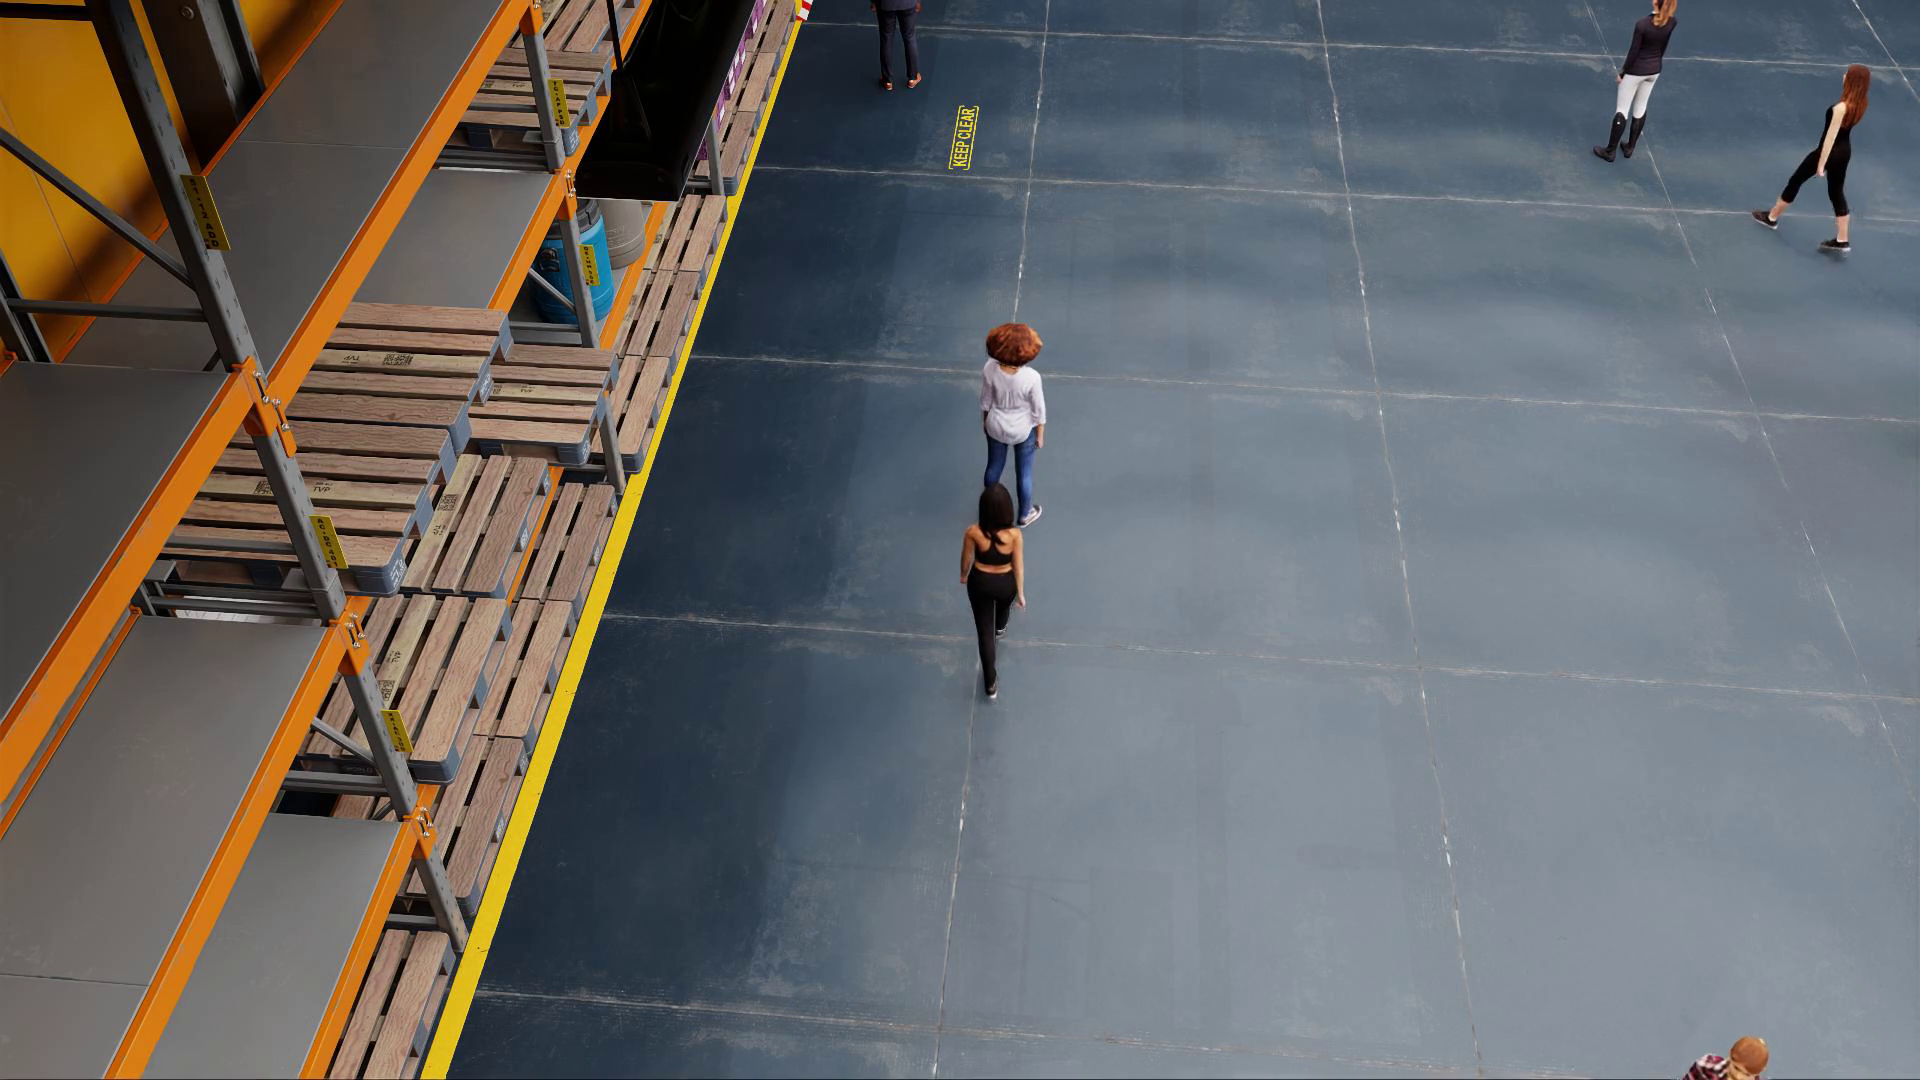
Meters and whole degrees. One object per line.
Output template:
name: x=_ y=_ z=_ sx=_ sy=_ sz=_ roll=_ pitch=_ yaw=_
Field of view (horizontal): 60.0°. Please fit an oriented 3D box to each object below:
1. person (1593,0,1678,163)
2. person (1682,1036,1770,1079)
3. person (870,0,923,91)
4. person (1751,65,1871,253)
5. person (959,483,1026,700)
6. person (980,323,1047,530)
person: x=6.366 y=-4.361 z=15.569 sx=0.644 sy=1.729 sz=0.665 roll=-12 pitch=45 yaw=-12
person: x=3.765 y=2.830 z=8.340 sx=0.807 sy=1.289 sz=0.951 roll=27 pitch=50 yaw=26
person: x=-0.631 y=-5.359 z=16.549 sx=0.722 sy=1.824 sz=0.650 roll=-2 pitch=44 yaw=-3
person: x=7.654 y=-3.287 z=14.473 sx=1.020 sy=1.687 sz=1.201 roll=-22 pitch=48 yaw=-22
person: x=0.205 y=0.370 z=10.688 sx=0.633 sy=1.614 sz=1.009 roll=1 pitch=44 yaw=1
person: x=0.360 y=-0.818 z=11.863 sx=0.719 sy=1.711 sz=0.702 roll=17 pitch=46 yaw=17
